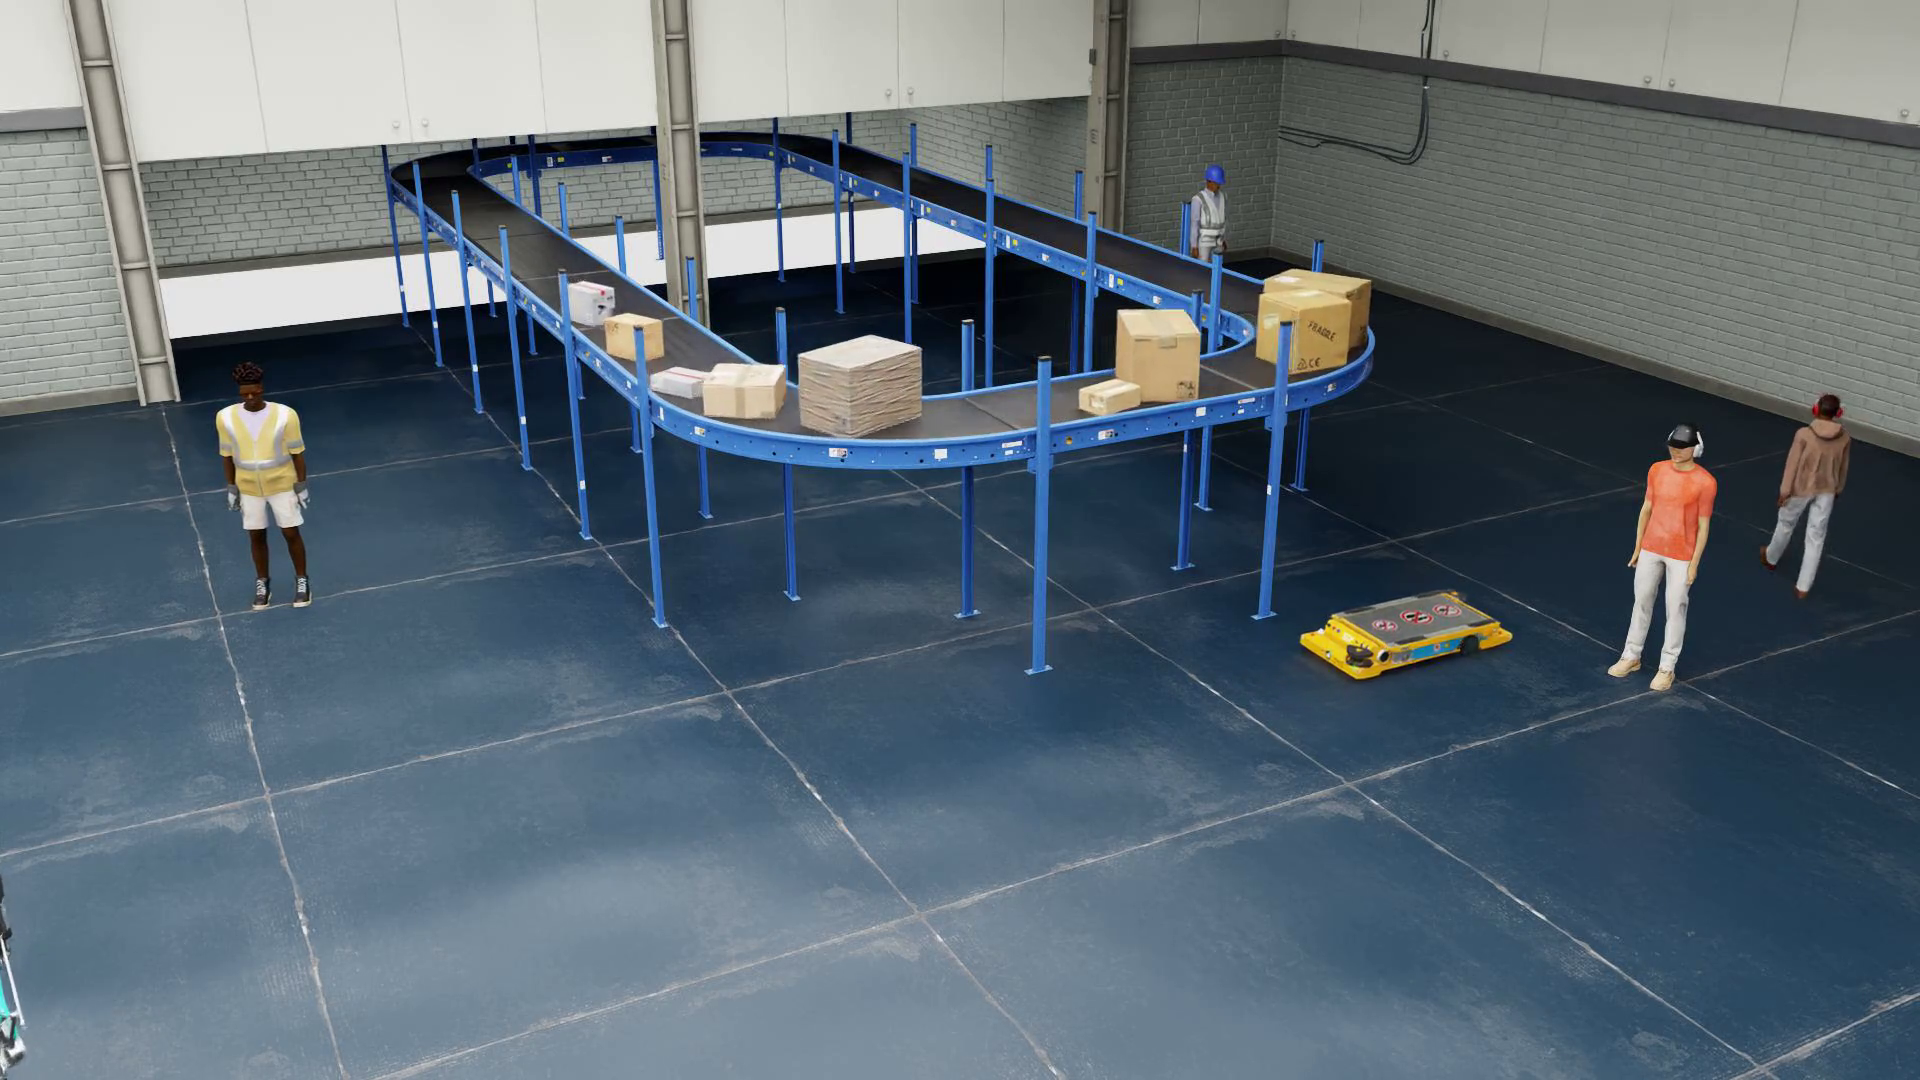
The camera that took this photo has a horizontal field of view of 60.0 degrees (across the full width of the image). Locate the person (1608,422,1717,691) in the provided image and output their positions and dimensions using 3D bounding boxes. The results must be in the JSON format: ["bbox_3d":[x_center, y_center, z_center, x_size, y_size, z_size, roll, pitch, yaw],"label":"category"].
[{"bbox_3d":[4.850,0.106,11.426,0.394,1.912,0.477,-20,29,-40],"label":"person"}]

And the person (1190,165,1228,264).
[{"bbox_3d":[3.137,-3.749,20.930,0.615,1.934,0.411,-18,28,-37],"label":"person"}]

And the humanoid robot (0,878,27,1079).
[{"bbox_3d":[-4.284,1.904,7.239,0.952,1.771,0.536,18,28,37],"label":"humanoid robot"}]

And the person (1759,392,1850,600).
[{"bbox_3d":[6.660,-0.398,13.053,0.501,1.609,0.838,4,22,10],"label":"person"}]

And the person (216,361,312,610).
[{"bbox_3d":[-5.271,-0.414,12.656,0.605,1.958,0.369,-3,22,-8],"label":"person"}]

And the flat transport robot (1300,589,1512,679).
[{"bbox_3d":[3.276,0.682,12.189,1.431,0.231,0.659,-10,24,-24],"label":"flat transport robot"}]
